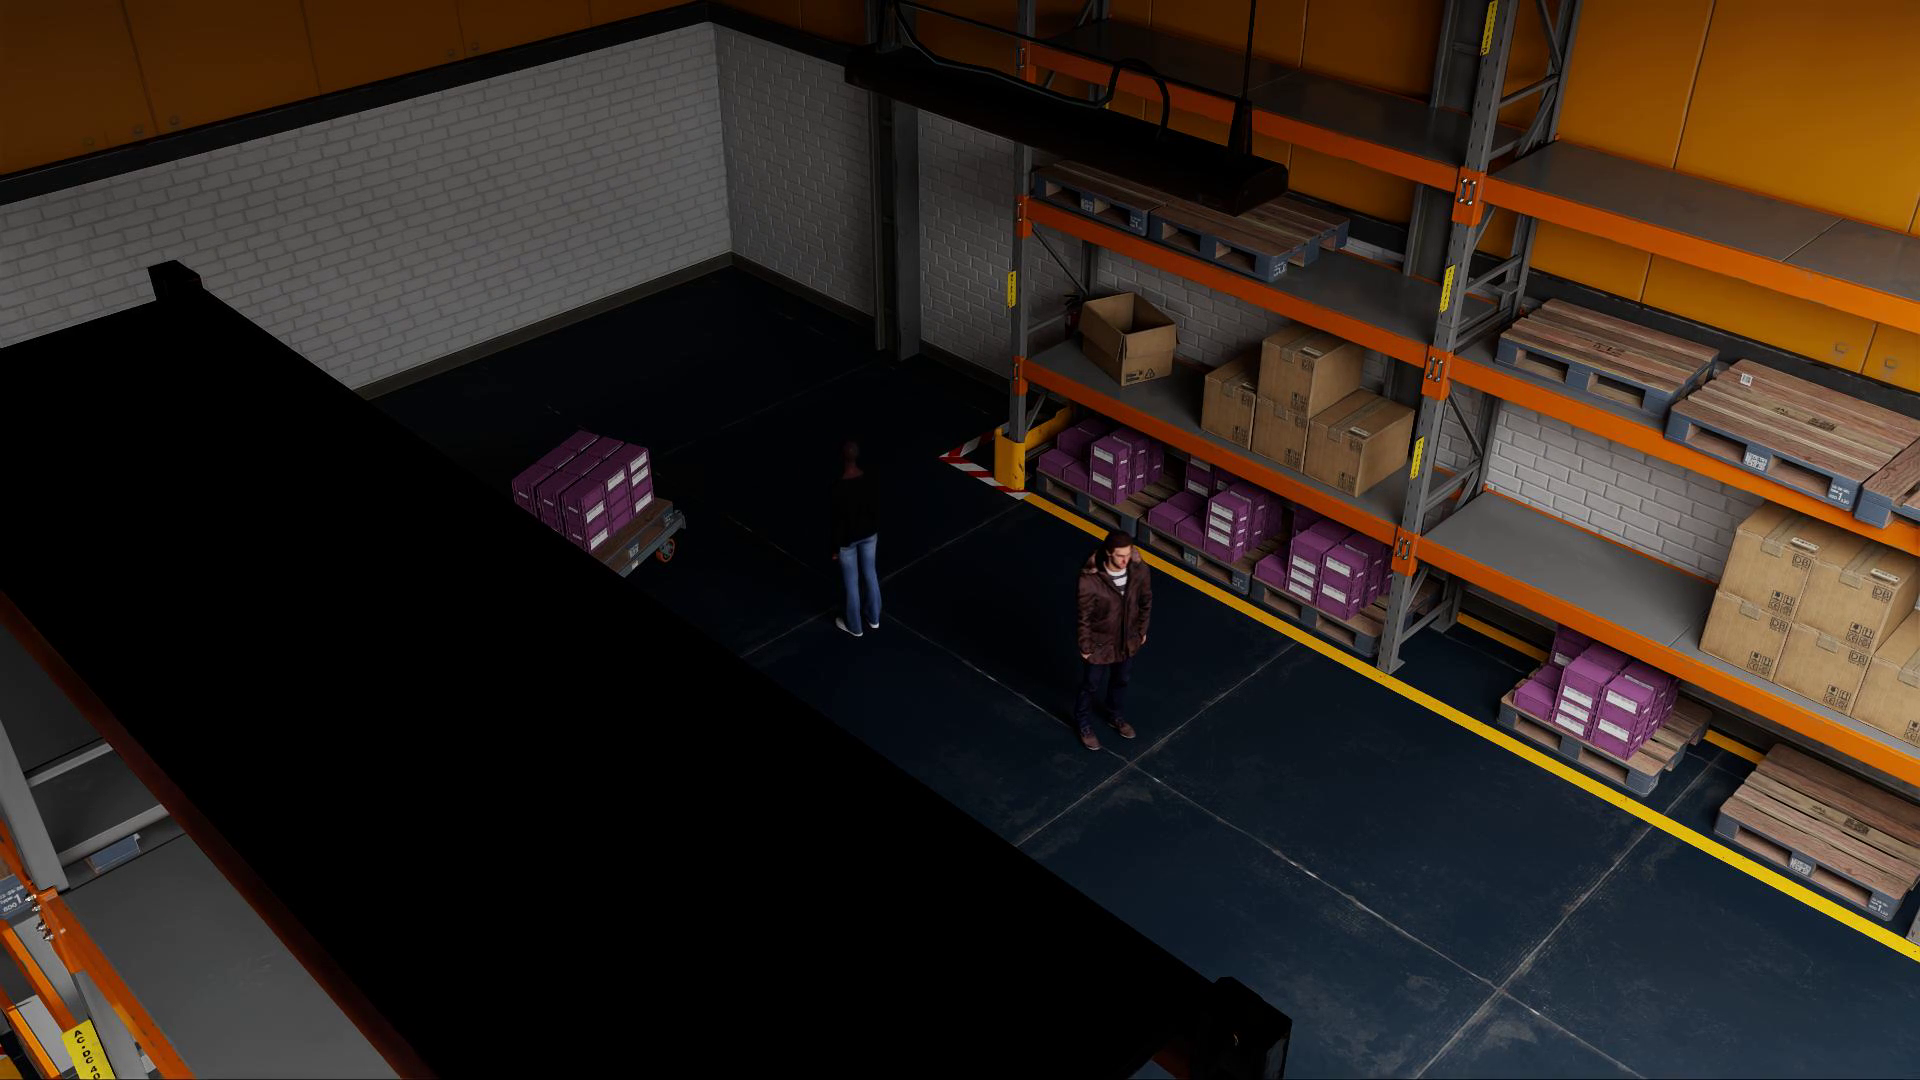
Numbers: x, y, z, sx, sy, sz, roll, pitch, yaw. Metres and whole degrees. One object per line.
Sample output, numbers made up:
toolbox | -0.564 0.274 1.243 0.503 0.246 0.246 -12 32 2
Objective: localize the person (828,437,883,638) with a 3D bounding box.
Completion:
person | -0.817 -0.023 13.052 0.631 1.749 0.590 -21 39 -28

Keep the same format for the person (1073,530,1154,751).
person | 1.068 0.683 11.907 0.830 1.842 0.786 -15 36 -21
